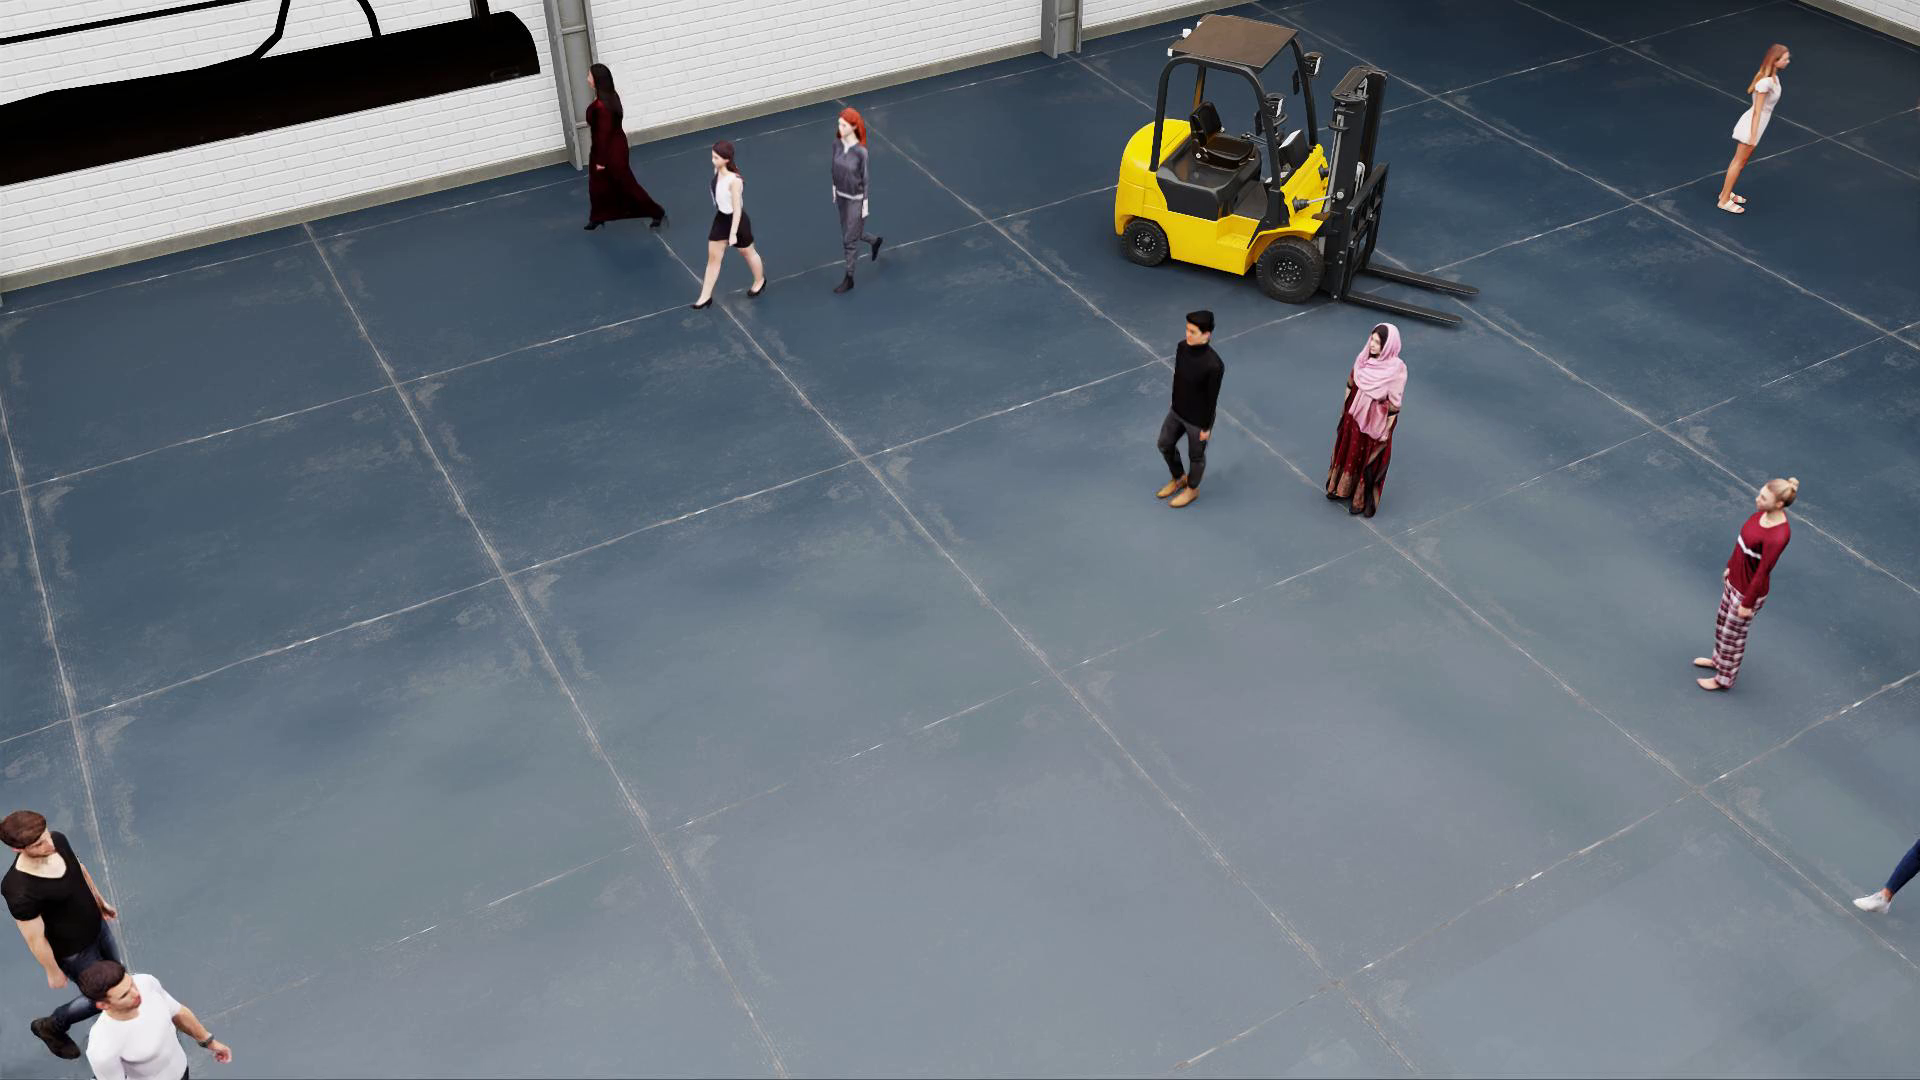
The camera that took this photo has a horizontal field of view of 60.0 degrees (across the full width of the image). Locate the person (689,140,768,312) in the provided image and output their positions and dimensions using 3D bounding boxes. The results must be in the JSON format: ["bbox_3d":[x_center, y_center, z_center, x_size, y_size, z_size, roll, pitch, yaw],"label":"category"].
[{"bbox_3d":[-1.984,-2.854,15.053,1.108,1.606,0.730,-29,47,-31],"label":"person"}]

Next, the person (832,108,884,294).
[{"bbox_3d":[-0.944,-3.154,15.302,0.775,1.764,1.002,28,47,31],"label":"person"}]

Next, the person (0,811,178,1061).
[{"bbox_3d":[-4.704,2.076,8.661,1.017,1.879,0.887,-4,39,-5],"label":"person"}]

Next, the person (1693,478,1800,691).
[{"bbox_3d":[5.238,0.283,11.049,0.716,1.701,0.685,5,39,7],"label":"person"}]

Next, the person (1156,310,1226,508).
[{"bbox_3d":[1.820,-1.016,12.662,0.588,1.718,0.675,-23,44,-26],"label":"person"}]

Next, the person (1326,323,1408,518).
[{"bbox_3d":[3.106,-0.935,12.626,0.641,1.638,0.689,-26,45,-29],"label":"person"}]

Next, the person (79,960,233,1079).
[{"bbox_3d":[-3.938,2.620,8.040,1.300,1.805,1.051,-1,39,-1],"label":"person"}]

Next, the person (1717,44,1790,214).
[{"bbox_3d":[7.895,-4.121,16.567,0.726,1.696,0.641,19,42,22],"label":"person"}]

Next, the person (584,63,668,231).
[{"bbox_3d":[-3.269,-3.740,16.071,1.148,1.720,0.878,-8,39,-10],"label":"person"}]
